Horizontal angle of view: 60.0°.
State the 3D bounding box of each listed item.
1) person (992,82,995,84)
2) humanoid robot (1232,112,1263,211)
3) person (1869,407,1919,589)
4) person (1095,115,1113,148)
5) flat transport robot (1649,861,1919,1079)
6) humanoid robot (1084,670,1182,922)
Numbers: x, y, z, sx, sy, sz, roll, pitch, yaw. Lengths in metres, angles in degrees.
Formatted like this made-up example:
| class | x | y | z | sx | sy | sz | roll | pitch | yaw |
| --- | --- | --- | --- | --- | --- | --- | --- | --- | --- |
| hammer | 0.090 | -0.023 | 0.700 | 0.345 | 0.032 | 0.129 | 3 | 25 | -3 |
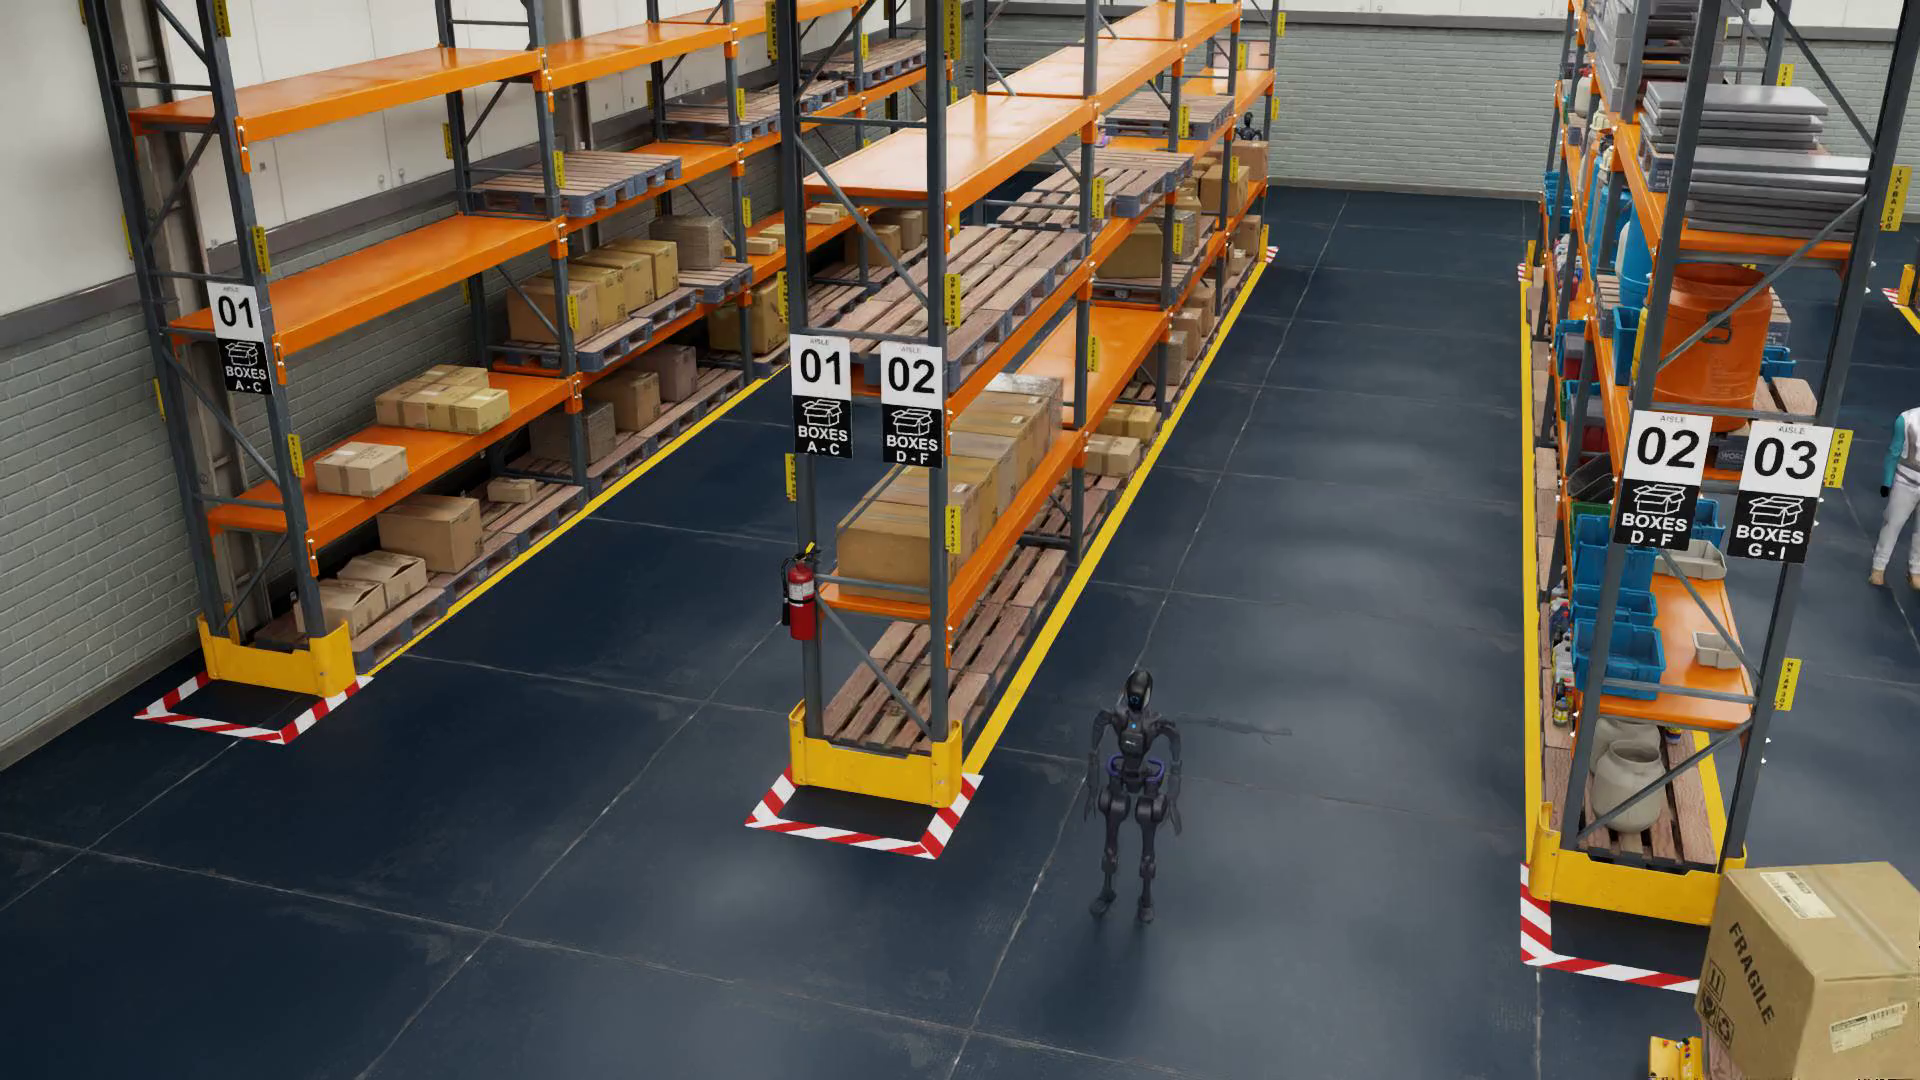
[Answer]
| class | x | y | z | sx | sy | sz | roll | pitch | yaw |
| --- | --- | --- | --- | --- | --- | --- | --- | --- | --- |
| person | 0.635 | -7.518 | 30.670 | 0.537 | 1.800 | 0.330 | 7 | 24 | 16 |
| humanoid robot | 4.868 | -6.441 | 28.315 | 0.599 | 1.655 | 0.315 | 7 | 24 | 16 |
| person | 8.244 | -0.463 | 14.264 | 0.632 | 1.839 | 0.429 | 7 | 24 | 16 |
| person | 2.337 | -6.280 | 27.932 | 0.493 | 1.692 | 0.340 | 7 | 24 | 16 |
| flat transport robot | 4.287 | 2.888 | 8.475 | 1.431 | 0.231 | 0.659 | 9 | 25 | 19 |
| humanoid robot | 1.037 | 1.514 | 9.870 | 0.599 | 1.655 | 0.315 | 7 | 24 | 16 |
